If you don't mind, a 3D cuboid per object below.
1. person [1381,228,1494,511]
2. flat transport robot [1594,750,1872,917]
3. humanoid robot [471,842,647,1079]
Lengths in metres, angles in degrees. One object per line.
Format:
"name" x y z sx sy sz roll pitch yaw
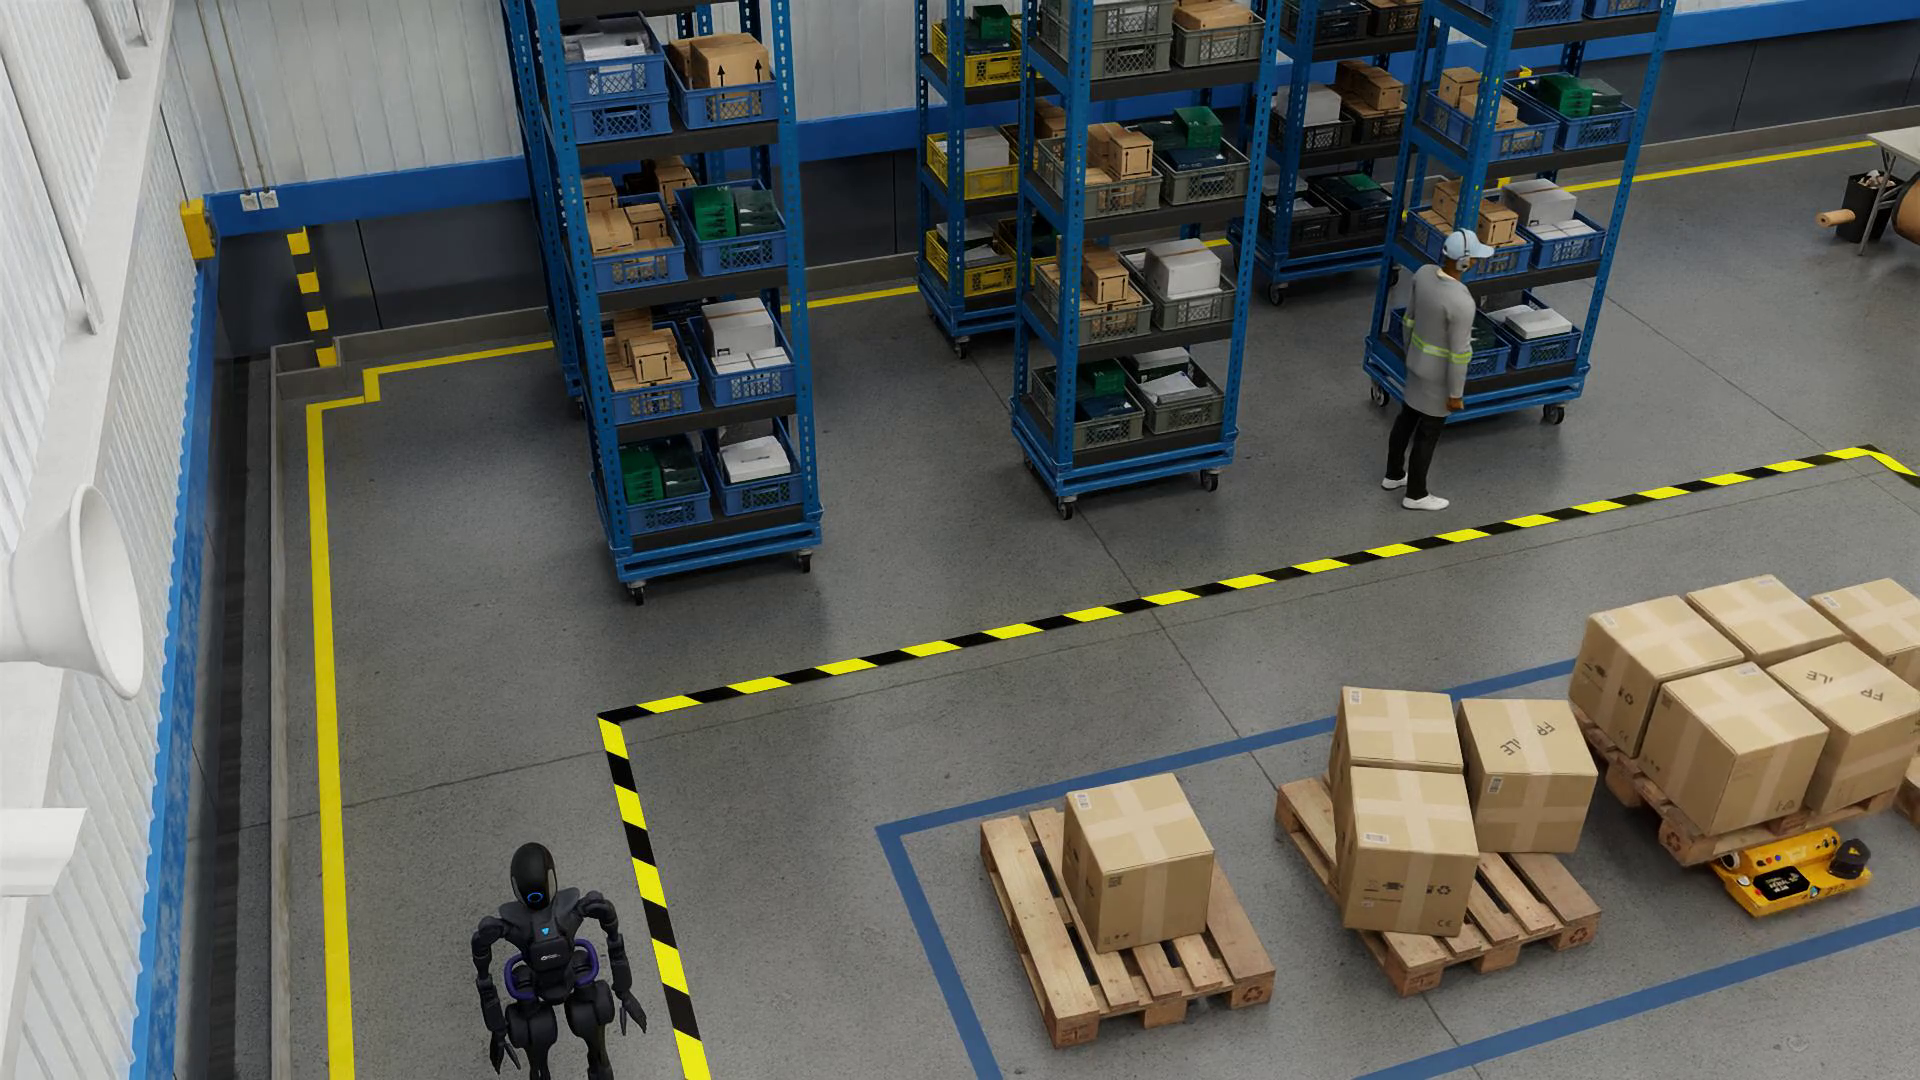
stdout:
"person" 2.922 -1.045 10.163 0.398 1.851 0.593 -10 36 -14
"flat transport robot" 3.762 1.229 8.289 0.652 0.197 1.431 -11 37 -15
"humanoid robot" -1.511 1.766 6.317 0.599 1.657 0.315 -12 37 -17
